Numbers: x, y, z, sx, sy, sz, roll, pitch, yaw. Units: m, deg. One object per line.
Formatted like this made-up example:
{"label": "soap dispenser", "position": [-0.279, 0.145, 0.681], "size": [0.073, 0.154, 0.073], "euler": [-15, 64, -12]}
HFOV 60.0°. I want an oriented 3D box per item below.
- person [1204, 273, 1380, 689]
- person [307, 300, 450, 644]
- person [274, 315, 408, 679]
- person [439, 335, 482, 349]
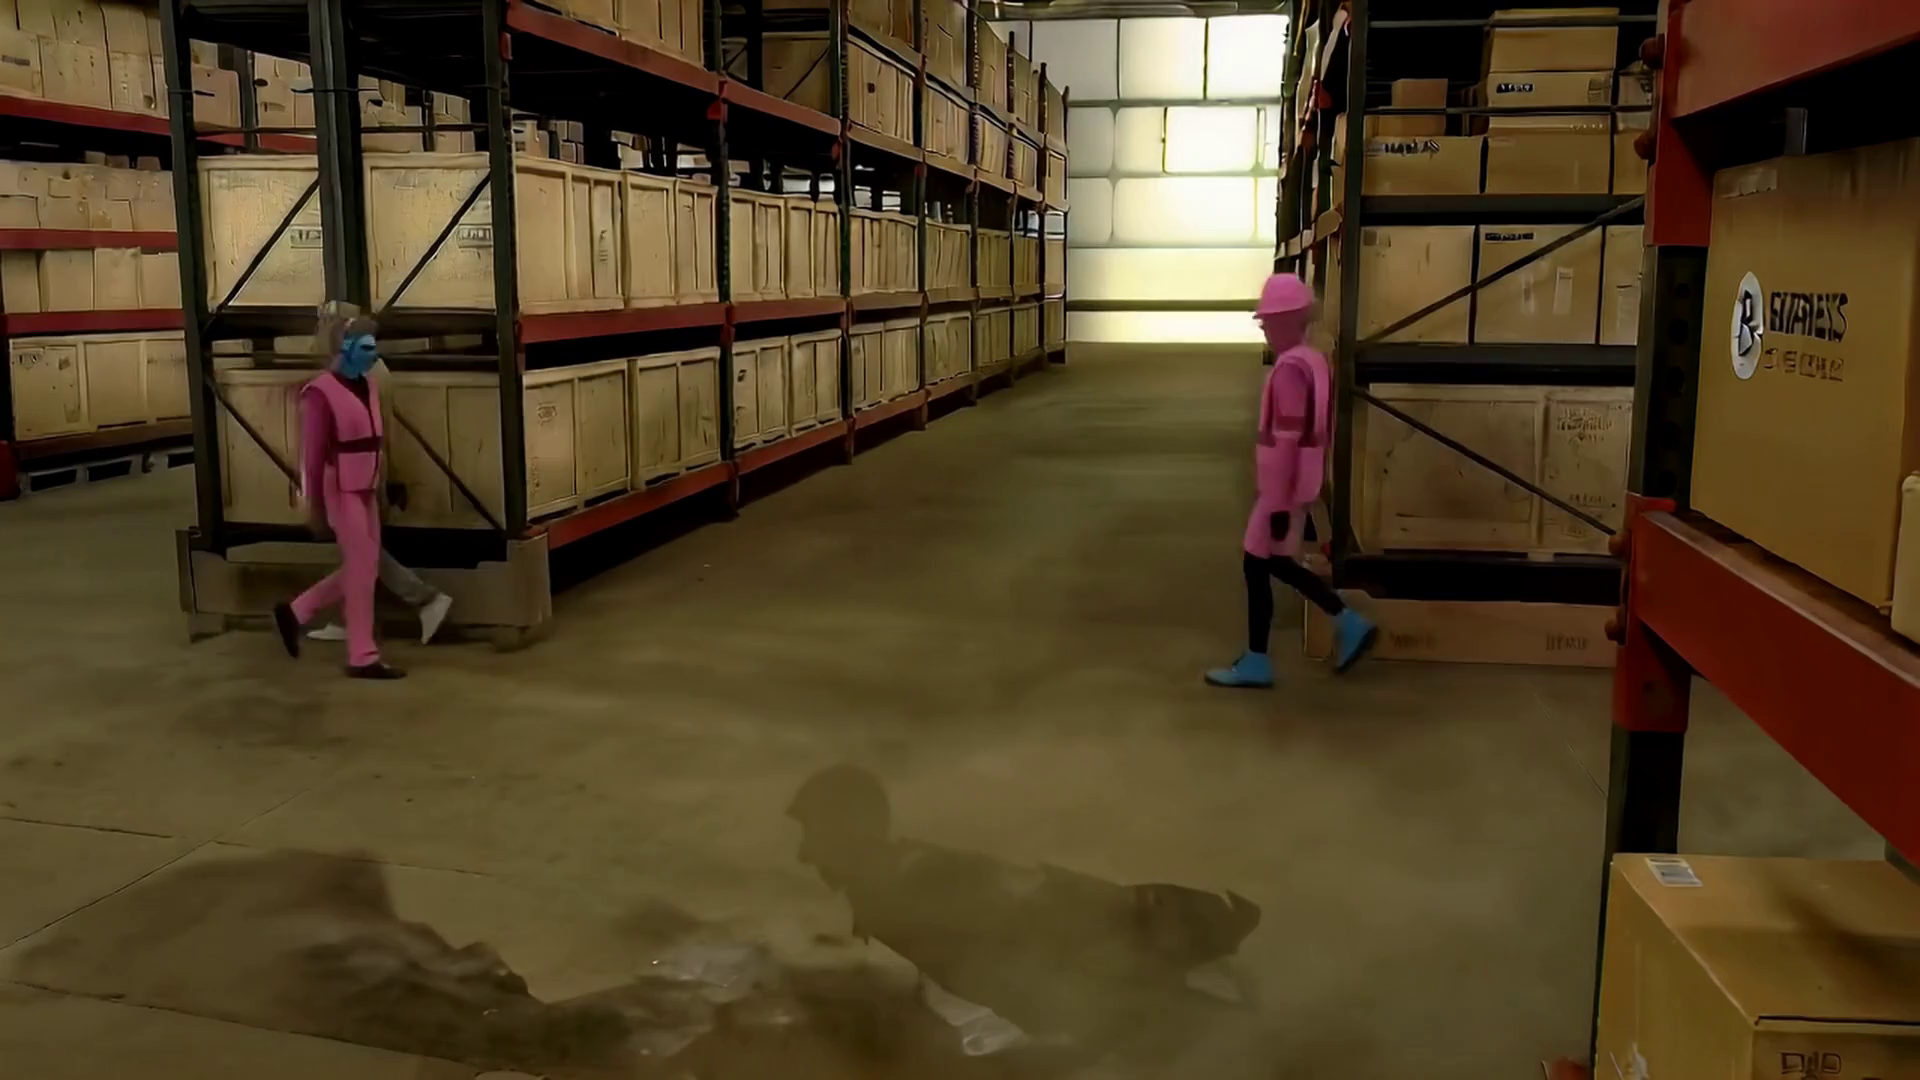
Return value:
{"label": "person", "position": [1.622, -0.263, 7.982], "size": [0.735, 2.019, 0.631], "euler": [4, 10, 24]}
{"label": "person", "position": [-3.180, -0.352, 8.973], "size": [0.832, 1.879, 0.647], "euler": [1, 9, 5]}
{"label": "person", "position": [-3.139, -0.216, 8.332], "size": [0.684, 1.813, 0.594], "euler": [0, 9, 1]}
{"label": "person", "position": [-4.999, -1.649, 17.003], "size": [0.653, 1.884, 0.694], "euler": [1, 9, 4]}
